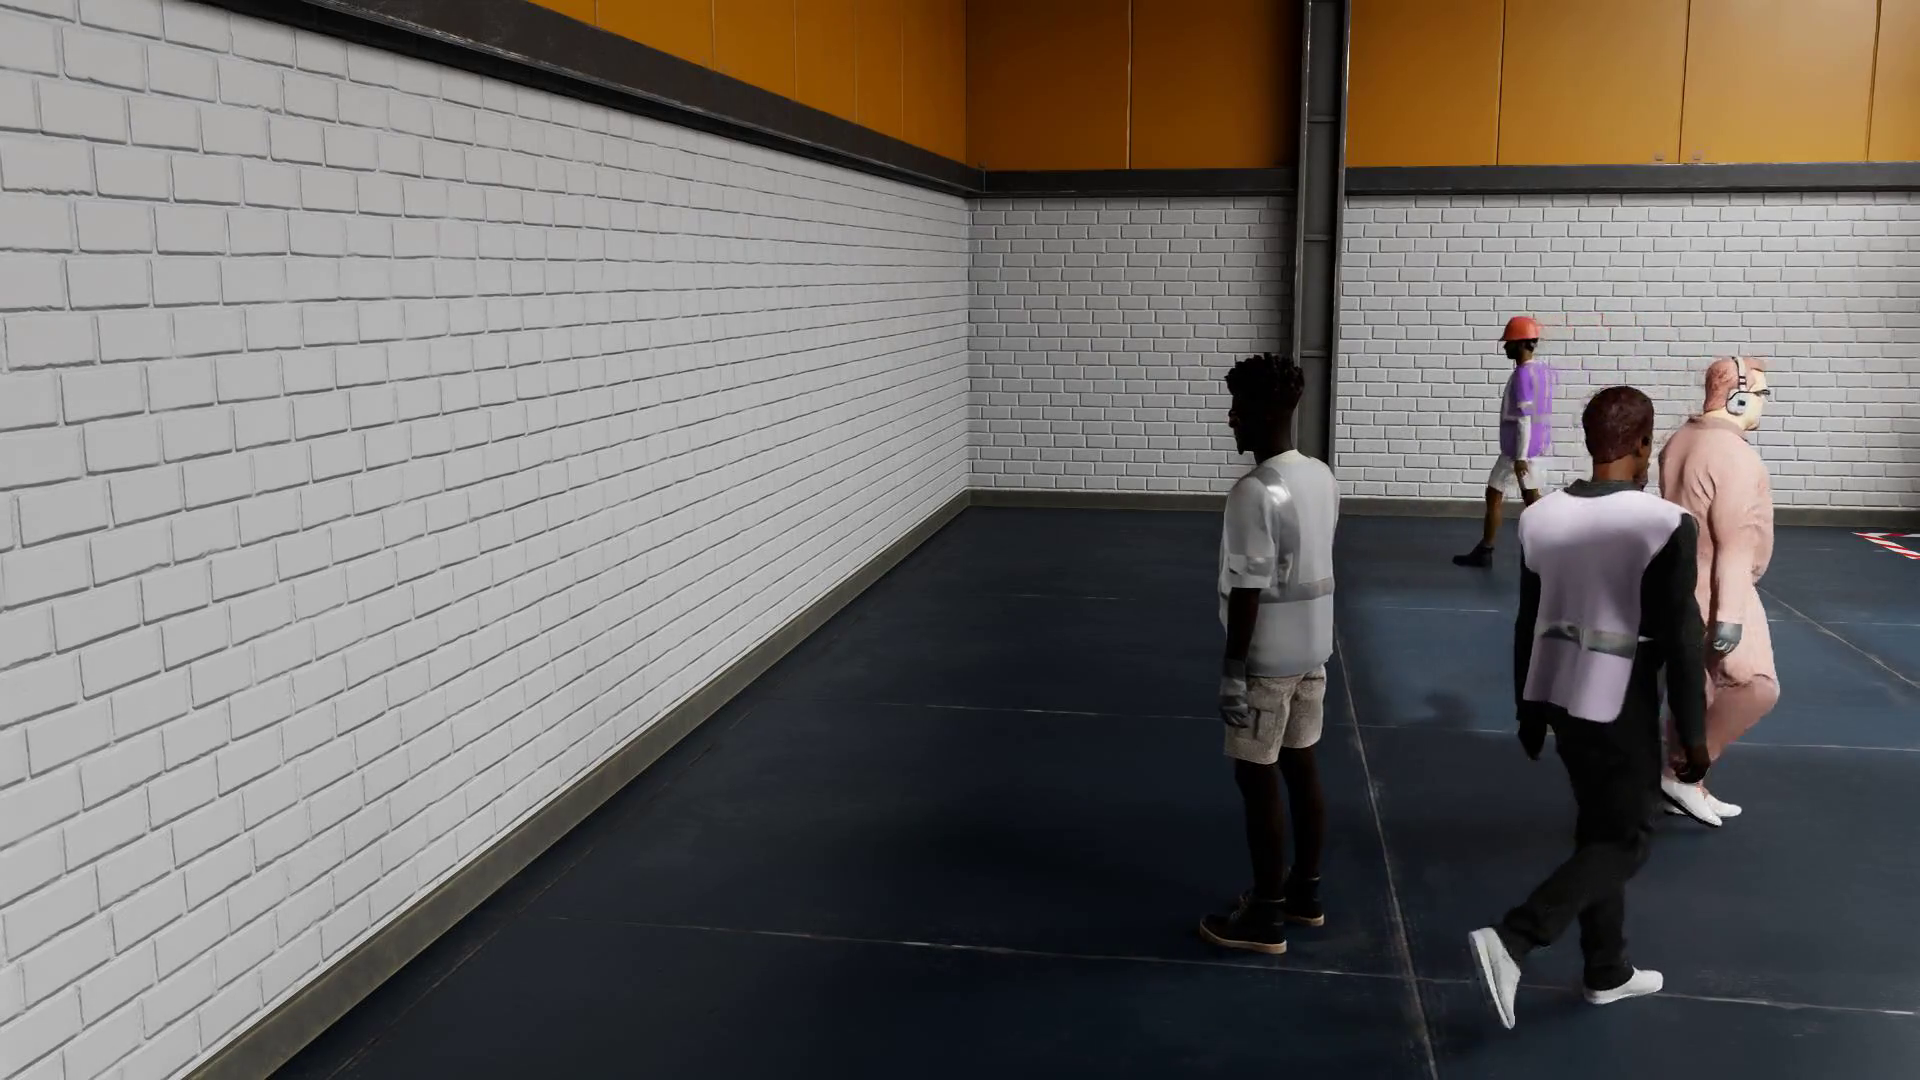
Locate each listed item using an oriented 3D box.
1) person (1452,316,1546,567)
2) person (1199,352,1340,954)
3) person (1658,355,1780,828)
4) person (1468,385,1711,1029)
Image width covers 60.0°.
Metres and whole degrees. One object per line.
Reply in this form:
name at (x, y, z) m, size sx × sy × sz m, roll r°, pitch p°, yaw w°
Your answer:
person at (4.209, -0.704, 12.300) m, size 0.940 × 1.904 × 0.556 m, roll 5°, pitch 11°, yaw 30°
person at (1.026, 0.367, 5.477) m, size 0.375 × 1.959 × 0.609 m, roll 7°, pitch 12°, yaw 38°
person at (3.019, 0.215, 6.624) m, size 0.422 × 1.893 × 0.645 m, roll 0°, pitch 9°, yaw -3°
person at (1.826, 0.498, 4.863) m, size 0.740 × 1.890 × 0.605 m, roll -4°, pitch 10°, yaw -24°
